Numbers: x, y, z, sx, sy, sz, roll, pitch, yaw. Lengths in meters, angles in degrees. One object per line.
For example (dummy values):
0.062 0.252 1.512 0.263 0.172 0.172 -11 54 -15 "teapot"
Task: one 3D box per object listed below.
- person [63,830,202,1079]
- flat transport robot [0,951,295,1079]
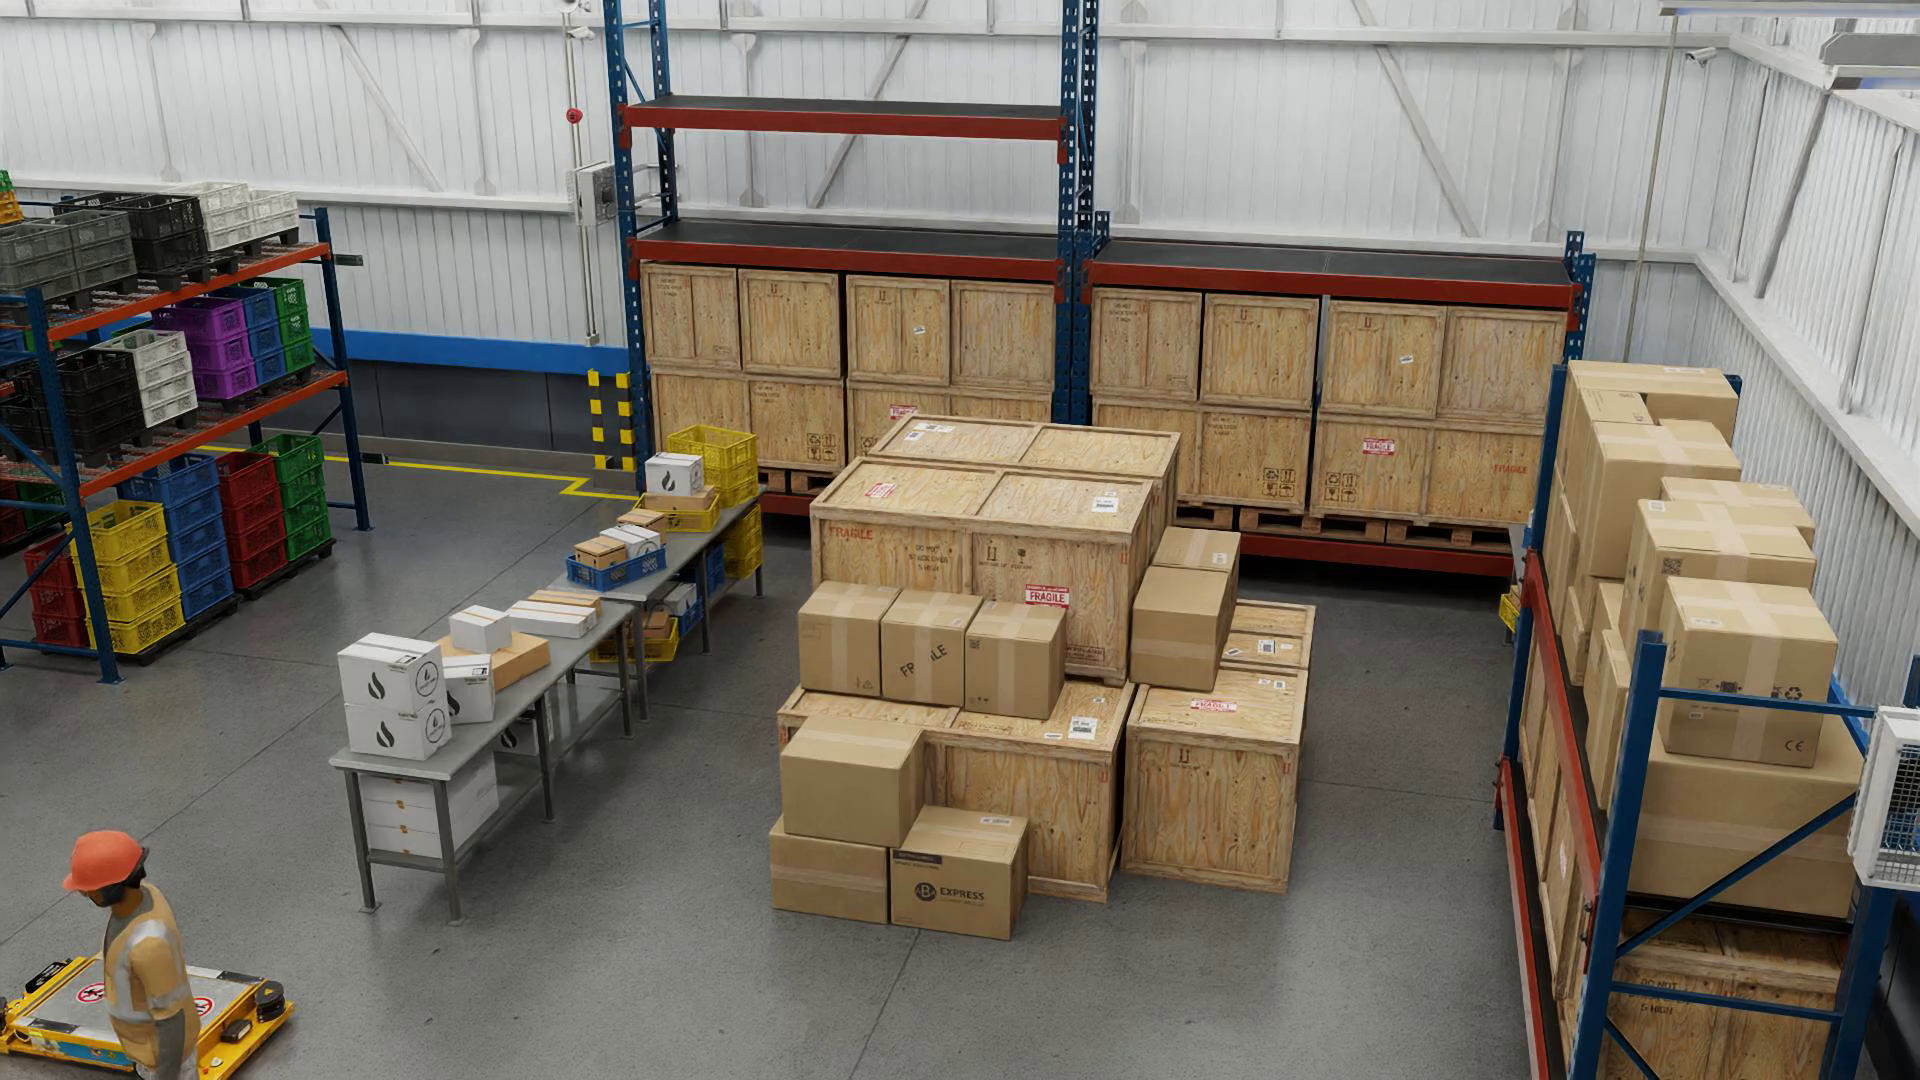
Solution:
-3.421 2.117 7.035 0.390 2.037 0.604 -13 25 -31 "person"
-4.270 2.464 8.601 1.431 0.231 0.659 5 22 13 "flat transport robot"
